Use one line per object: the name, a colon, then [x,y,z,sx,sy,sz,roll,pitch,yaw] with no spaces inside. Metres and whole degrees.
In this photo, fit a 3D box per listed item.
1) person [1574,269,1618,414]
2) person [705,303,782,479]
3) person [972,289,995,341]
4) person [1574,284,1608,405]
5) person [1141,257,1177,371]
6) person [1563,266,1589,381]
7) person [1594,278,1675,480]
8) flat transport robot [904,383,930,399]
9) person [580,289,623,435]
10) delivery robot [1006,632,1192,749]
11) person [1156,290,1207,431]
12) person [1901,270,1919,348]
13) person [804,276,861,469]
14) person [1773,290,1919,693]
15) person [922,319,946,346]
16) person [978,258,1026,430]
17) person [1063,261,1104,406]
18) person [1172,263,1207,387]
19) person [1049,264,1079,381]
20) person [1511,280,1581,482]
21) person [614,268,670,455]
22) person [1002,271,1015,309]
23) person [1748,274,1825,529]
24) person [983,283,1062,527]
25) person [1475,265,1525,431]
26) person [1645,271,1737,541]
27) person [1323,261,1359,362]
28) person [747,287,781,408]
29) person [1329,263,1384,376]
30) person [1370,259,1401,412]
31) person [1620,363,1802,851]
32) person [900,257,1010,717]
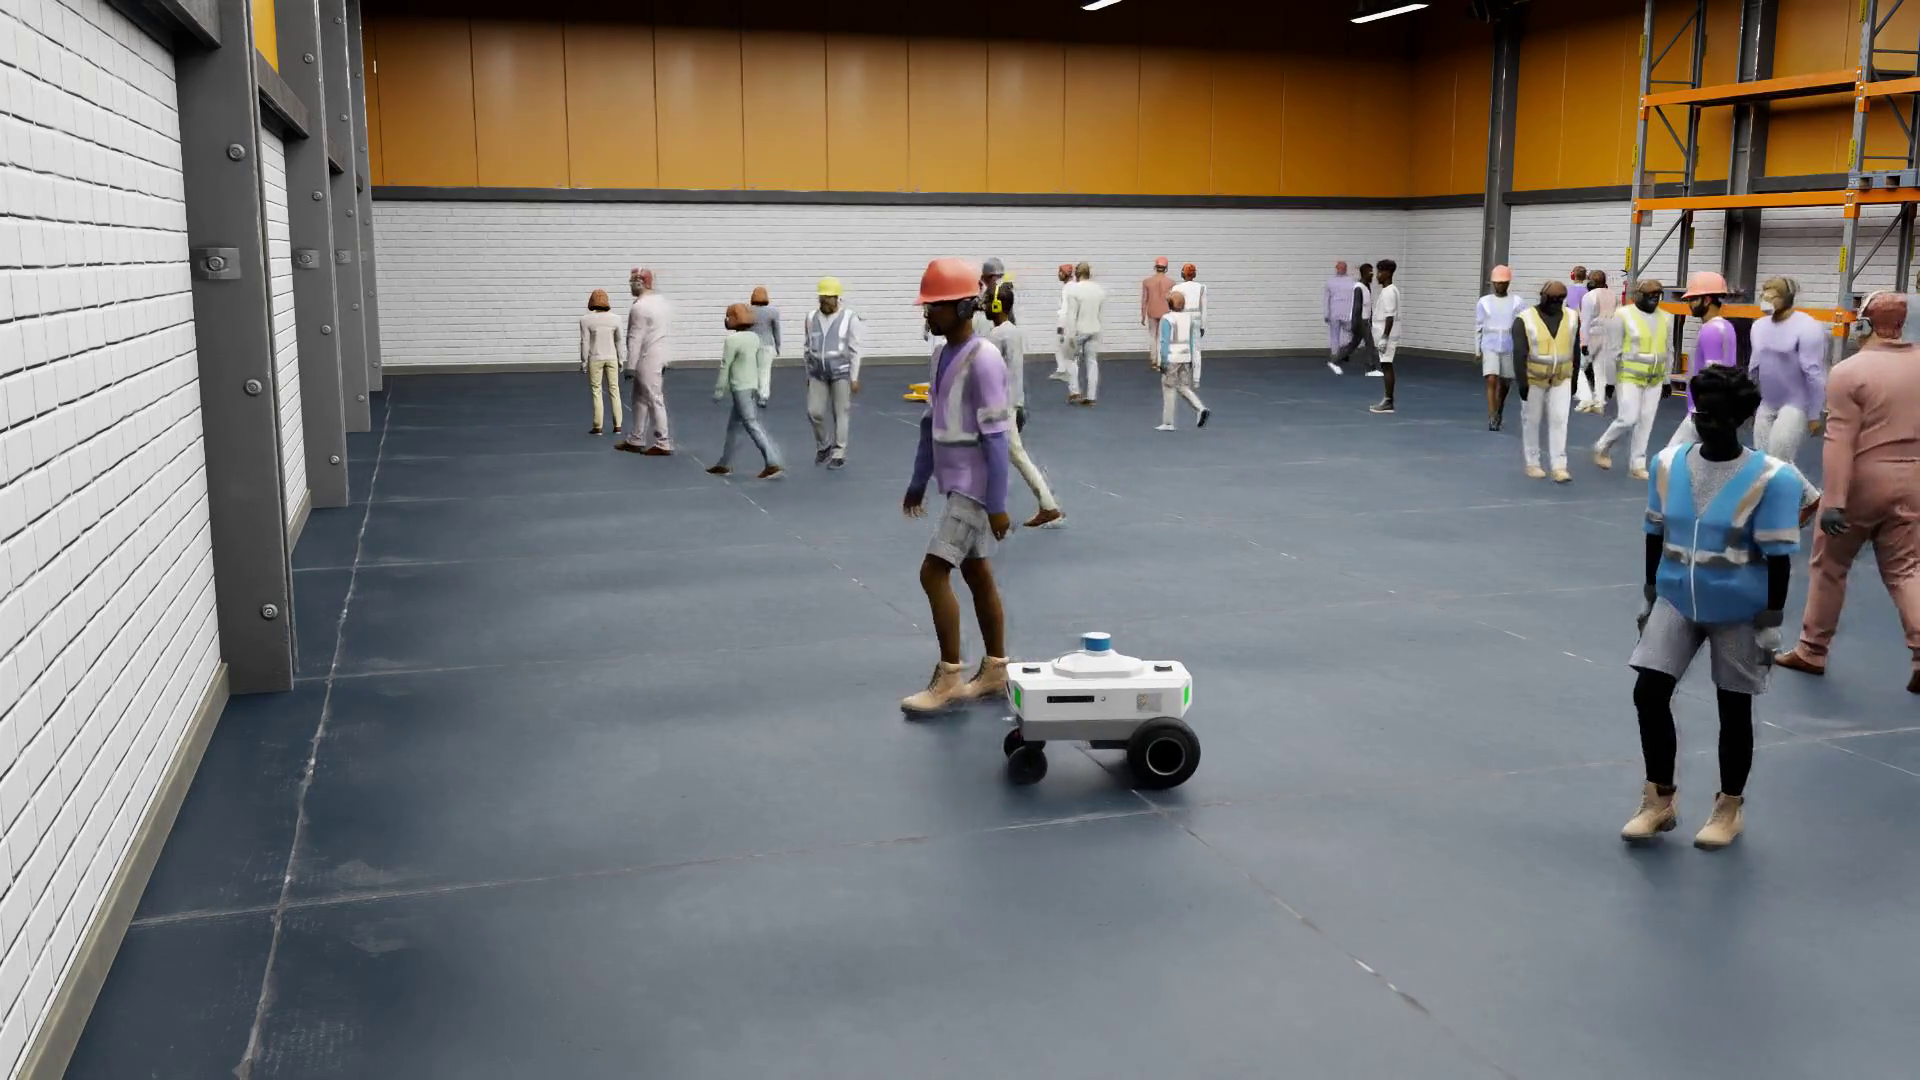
person: [8.056,-2.512,21.149,0.623,1.829,0.438,-5,11,-26]
person: [-1.971,-1.350,15.115,0.849,1.592,0.515,4,11,22]
person: [0.235,-1.836,17.533,0.485,1.720,0.730,-9,13,-42]
person: [8.601,-2.679,22.619,0.531,1.662,0.858,-2,10,-14]
person: [3.512,-3.935,28.999,0.638,1.955,0.905,3,10,17]
person: [9.304,-3.203,25.091,0.563,1.846,0.383,0,10,1]
person: [6.120,-1.458,15.083,0.630,1.824,0.555,-3,10,-15]
flat transport robot: [-0.159,-2.104,23.282,0.652,0.197,1.431,5,11,26]
person: [-4.033,-1.999,18.732,0.507,1.632,0.268,-6,12,-32]
delivery robot: [0.533,0.606,6.503,0.707,0.478,0.477,0,10,-3]
person: [2.526,-2.035,18.987,0.526,1.624,0.552,-9,13,-41]
person: [8.767,-1.540,15.213,0.373,1.935,0.628,-2,10,-12]
person: [-1.216,-1.567,15.693,0.592,1.818,0.417,3,10,16]
person: [4.314,-0.230,7.803,0.662,1.874,0.856,-2,10,-13]
person: [-0.247,-3.075,24.376,0.592,1.832,0.561,-1,10,-7]
person: [0.357,-2.293,19.260,1.012,2.000,0.682,7,12,34]
person: [1.627,-2.748,22.243,0.626,1.919,0.597,-6,12,-32]
person: [3.457,-3.242,25.215,0.574,1.882,0.356,-3,10,-17]
person: [1.622,-3.465,26.560,0.662,1.859,0.601,2,10,10]
person: [5.254,-1.406,14.833,0.647,1.792,0.863,0,10,1]
person: [-3.283,-1.790,16.782,0.785,1.881,0.673,1,10,7]
person: [0.673,-3.116,24.818,0.313,1.769,0.525,-1,10,-7]
person: [5.941,-0.934,11.816,0.724,1.909,0.645,-3,10,-14]
person: [0.327,-0.994,12.397,0.971,1.826,0.537,3,10,15]
person: [6.258,-2.237,19.320,0.551,1.912,0.823,2,10,13]
person: [5.106,-0.901,11.565,0.683,1.910,0.546,8,12,38]
person: [6.997,-4.170,30.537,0.665,1.890,0.592,2,10,13]
person: [-2.644,-2.562,22.119,0.512,1.595,0.864,-1,10,-5]
person: [6.651,-3.679,27.767,0.950,1.882,0.600,5,11,25]
person: [5.472,-2.621,21.377,0.366,1.962,0.612,3,10,16]
person: [2.506,0.246,5.596,0.568,1.676,0.554,-8,13,-39]
person: [-0.062,-0.228,7.390,0.744,2.017,0.639,-3,10,-15]
